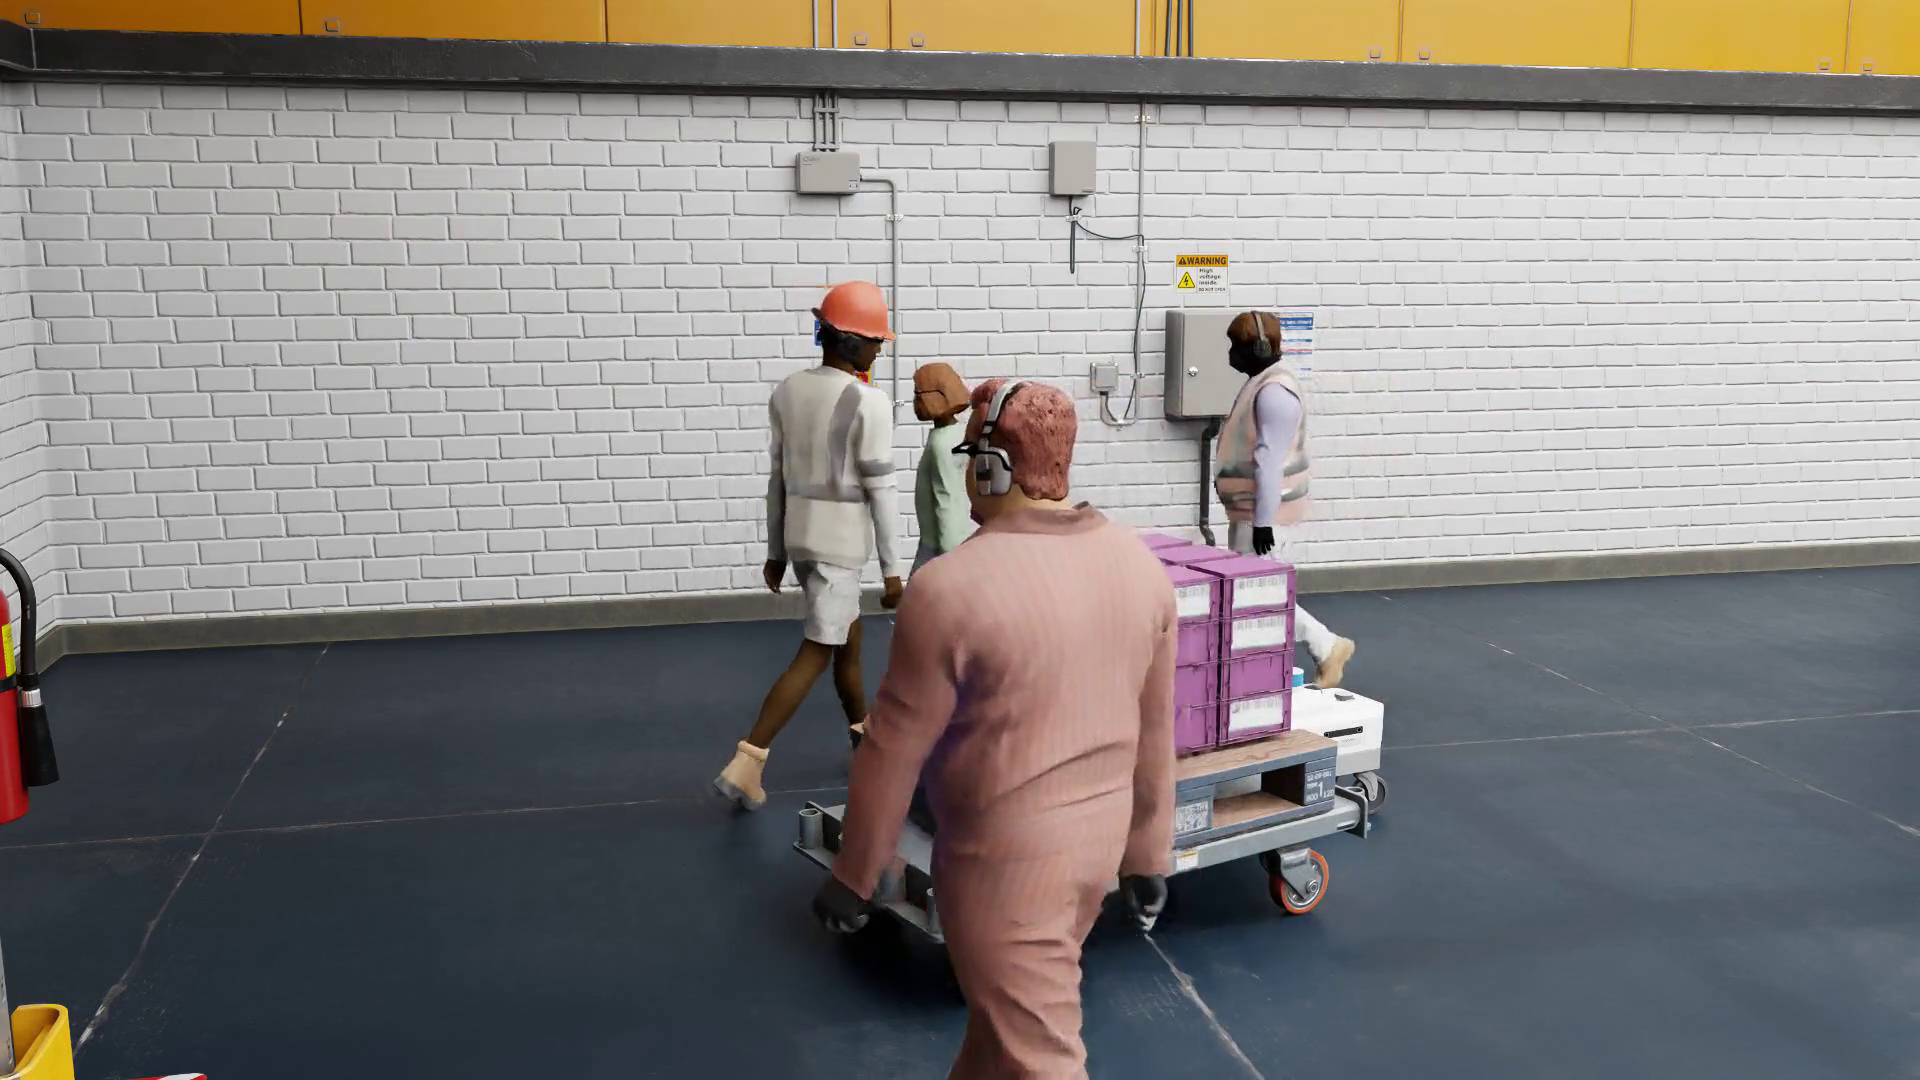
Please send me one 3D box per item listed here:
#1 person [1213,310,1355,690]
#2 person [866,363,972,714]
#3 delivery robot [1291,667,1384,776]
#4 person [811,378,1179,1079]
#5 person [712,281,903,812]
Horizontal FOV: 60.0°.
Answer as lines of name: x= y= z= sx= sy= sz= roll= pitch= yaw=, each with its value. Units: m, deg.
person: x=1.447 y=-0.126 z=7.559 sx=0.618 sy=1.824 sz=0.642 roll=0 pitch=10 yaw=3
person: x=-0.081 y=0.015 z=7.346 sx=0.722 sy=1.603 sz=0.514 roll=1 pitch=10 yaw=7
delivery robot: x=1.212 y=0.712 z=6.143 sx=0.707 sy=0.478 sz=0.477 roll=-5 pitch=11 yaw=-26
person: x=0.057 y=0.616 z=3.319 sx=0.982 sy=1.863 sz=0.664 roll=10 pitch=14 yaw=43
person: x=-0.534 y=0.026 z=6.265 sx=1.033 sy=1.997 sz=0.616 roll=-10 pitch=14 yaw=-43
